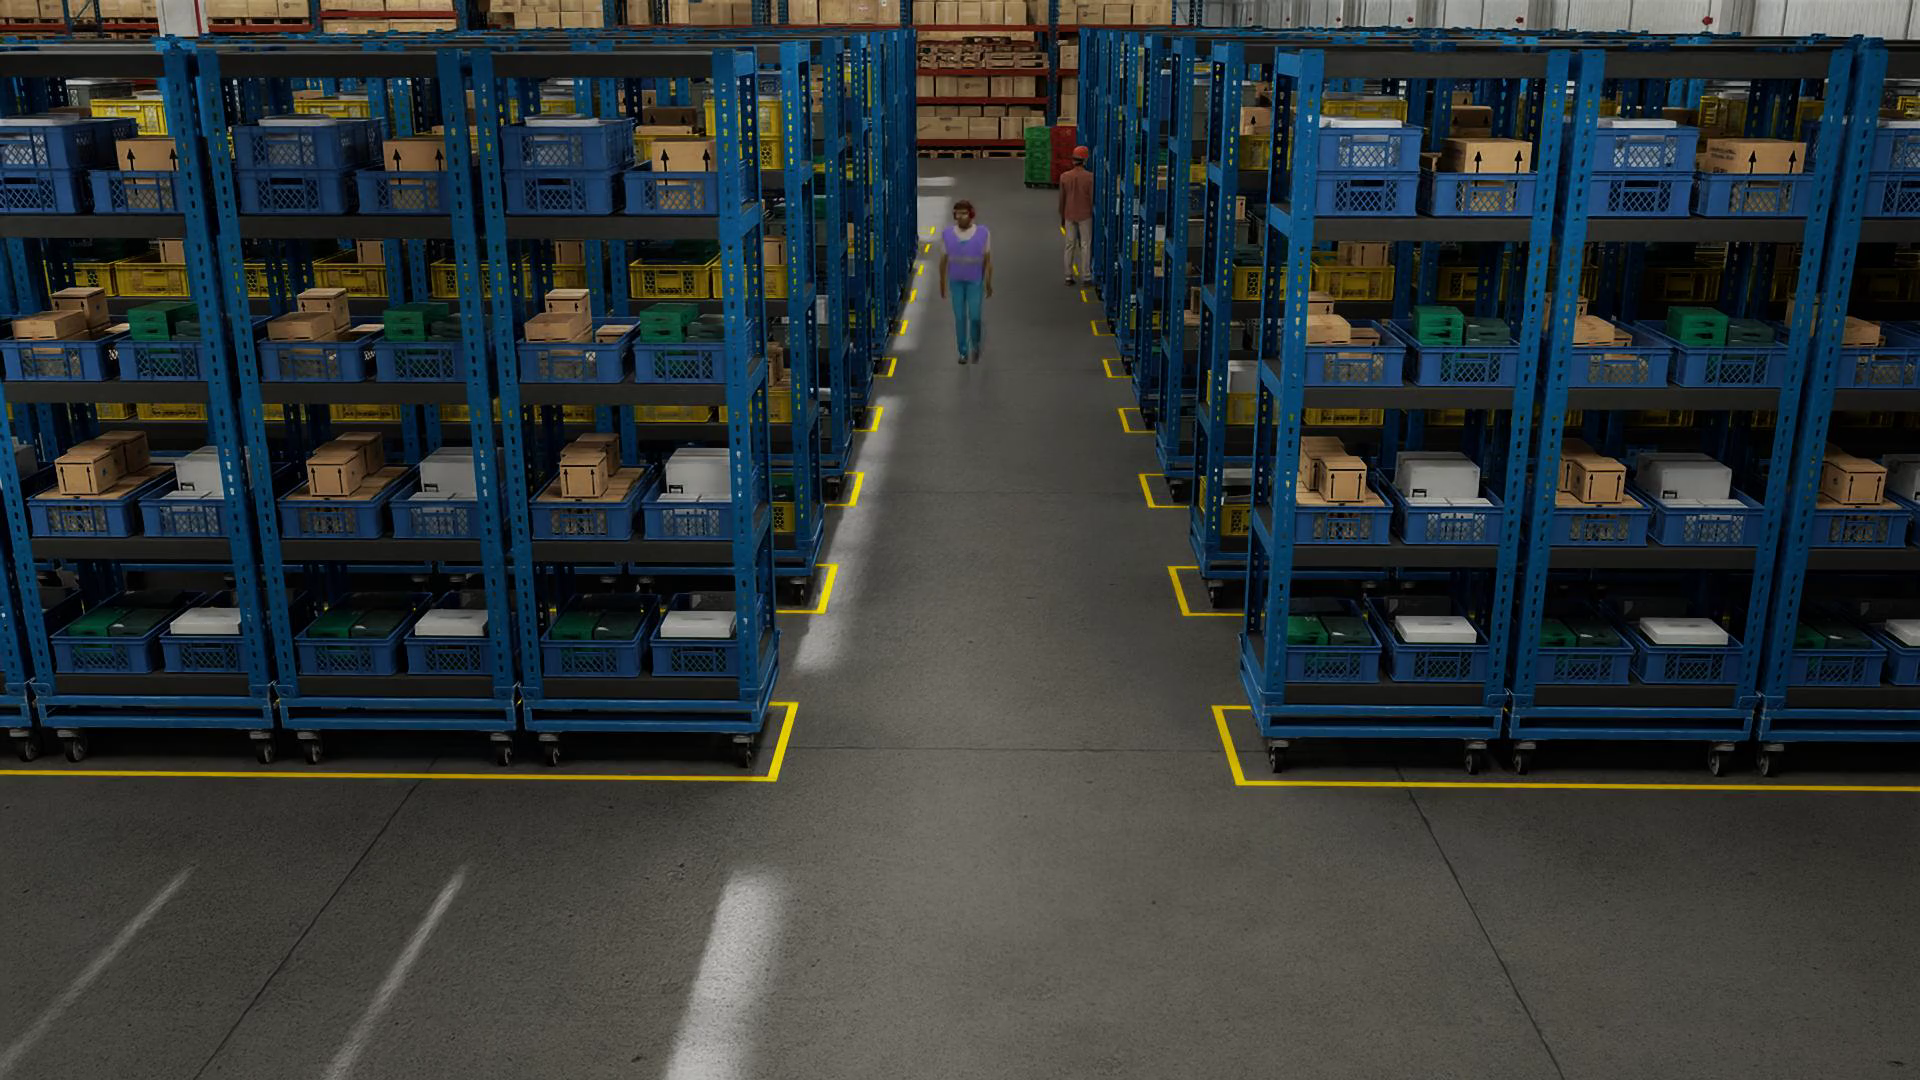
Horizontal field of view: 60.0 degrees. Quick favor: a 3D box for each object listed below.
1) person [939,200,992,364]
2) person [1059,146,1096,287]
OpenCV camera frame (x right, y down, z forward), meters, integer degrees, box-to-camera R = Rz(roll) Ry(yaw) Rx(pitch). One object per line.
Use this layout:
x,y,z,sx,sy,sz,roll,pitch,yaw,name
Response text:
0.054,-2.850,18.445,0.592,1.824,0.509,3,18,9,person
1.715,-4.637,23.869,0.611,1.996,0.378,9,20,28,person
